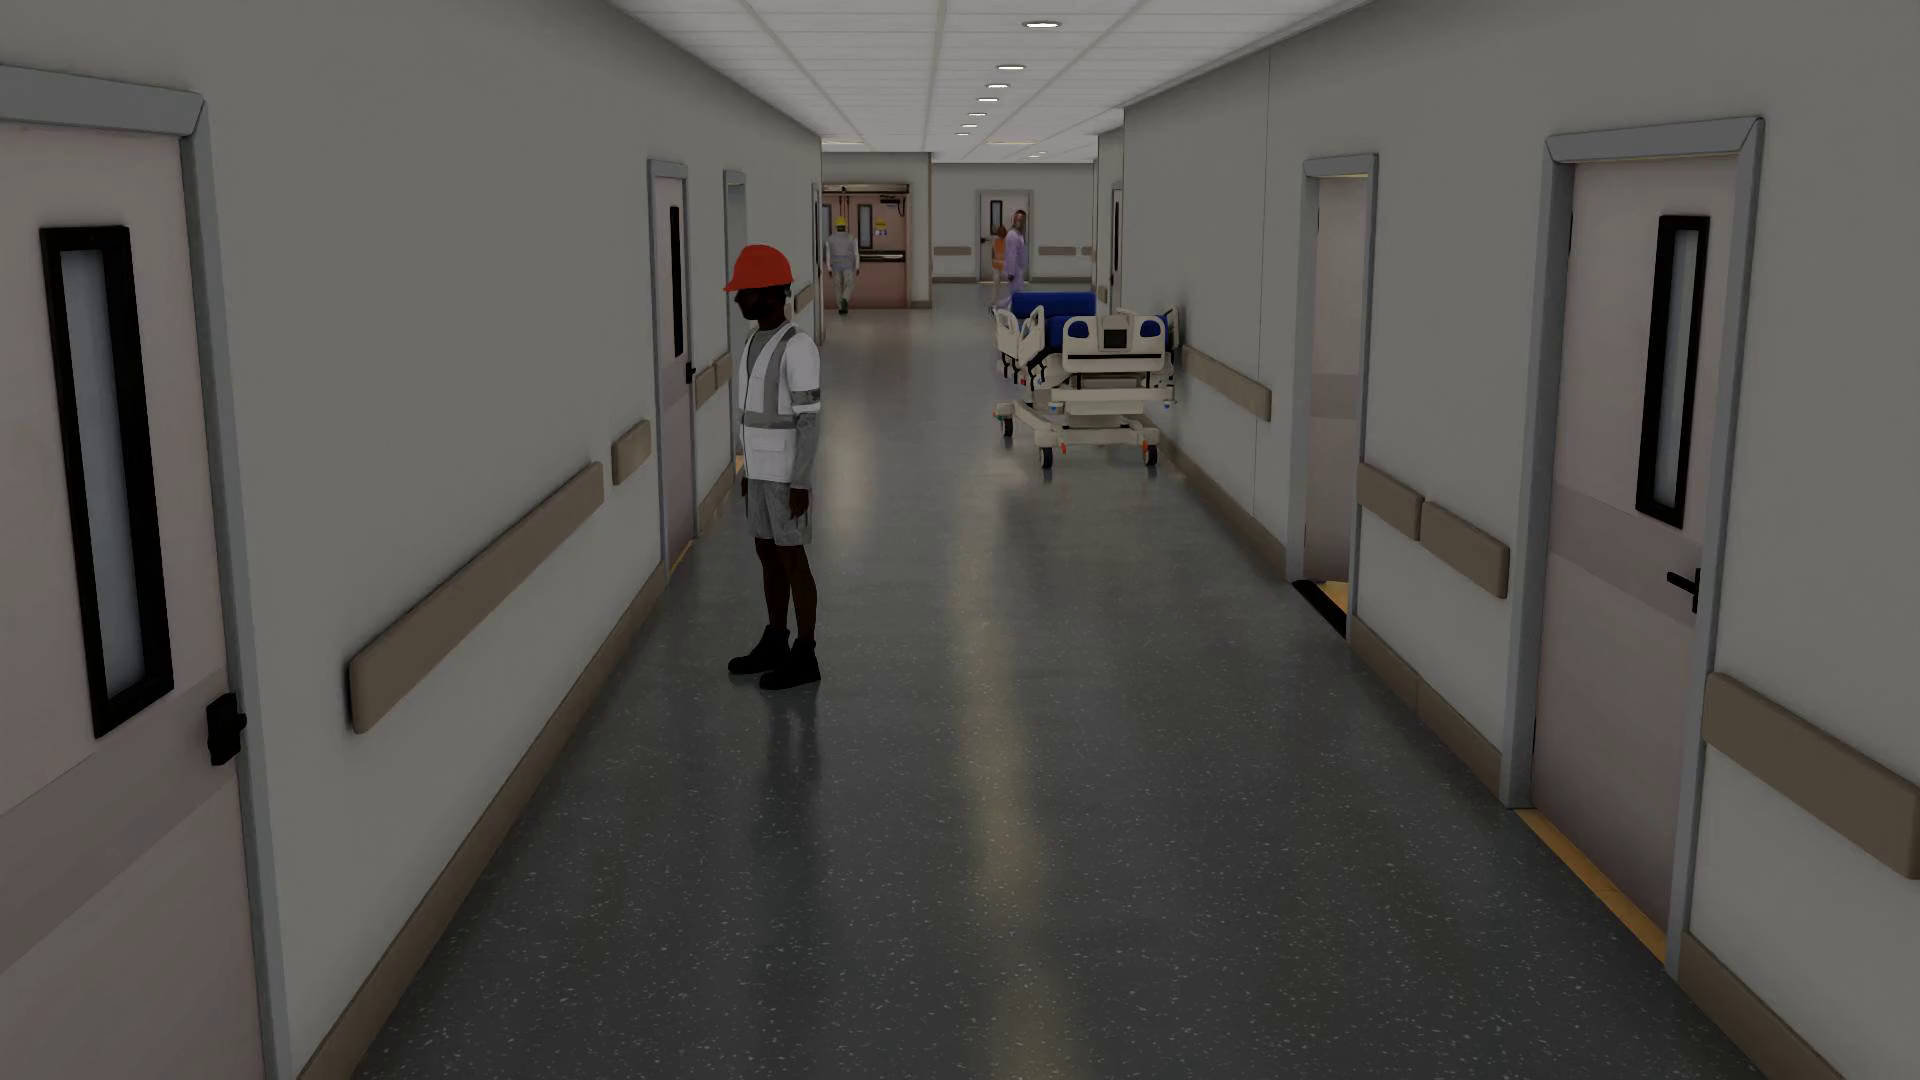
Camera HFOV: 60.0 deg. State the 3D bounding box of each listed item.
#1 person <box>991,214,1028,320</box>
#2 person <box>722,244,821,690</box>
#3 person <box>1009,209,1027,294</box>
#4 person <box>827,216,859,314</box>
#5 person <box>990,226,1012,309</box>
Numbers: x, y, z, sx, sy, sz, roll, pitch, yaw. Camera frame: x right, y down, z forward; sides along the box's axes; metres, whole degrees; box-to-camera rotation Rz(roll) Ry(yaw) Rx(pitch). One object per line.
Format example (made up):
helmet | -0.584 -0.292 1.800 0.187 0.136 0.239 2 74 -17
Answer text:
person | 0.868 -4.515 27.880 0.544 1.886 0.673 0 12 2
person | -0.829 -0.313 7.281 0.363 1.934 0.553 -8 14 -33
person | 1.136 -5.513 32.648 0.383 1.928 0.636 2 12 7
person | -2.171 -5.054 30.681 0.604 1.810 0.614 2 12 9
person | 0.892 -5.309 32.466 0.571 1.592 0.672 7 14 31
